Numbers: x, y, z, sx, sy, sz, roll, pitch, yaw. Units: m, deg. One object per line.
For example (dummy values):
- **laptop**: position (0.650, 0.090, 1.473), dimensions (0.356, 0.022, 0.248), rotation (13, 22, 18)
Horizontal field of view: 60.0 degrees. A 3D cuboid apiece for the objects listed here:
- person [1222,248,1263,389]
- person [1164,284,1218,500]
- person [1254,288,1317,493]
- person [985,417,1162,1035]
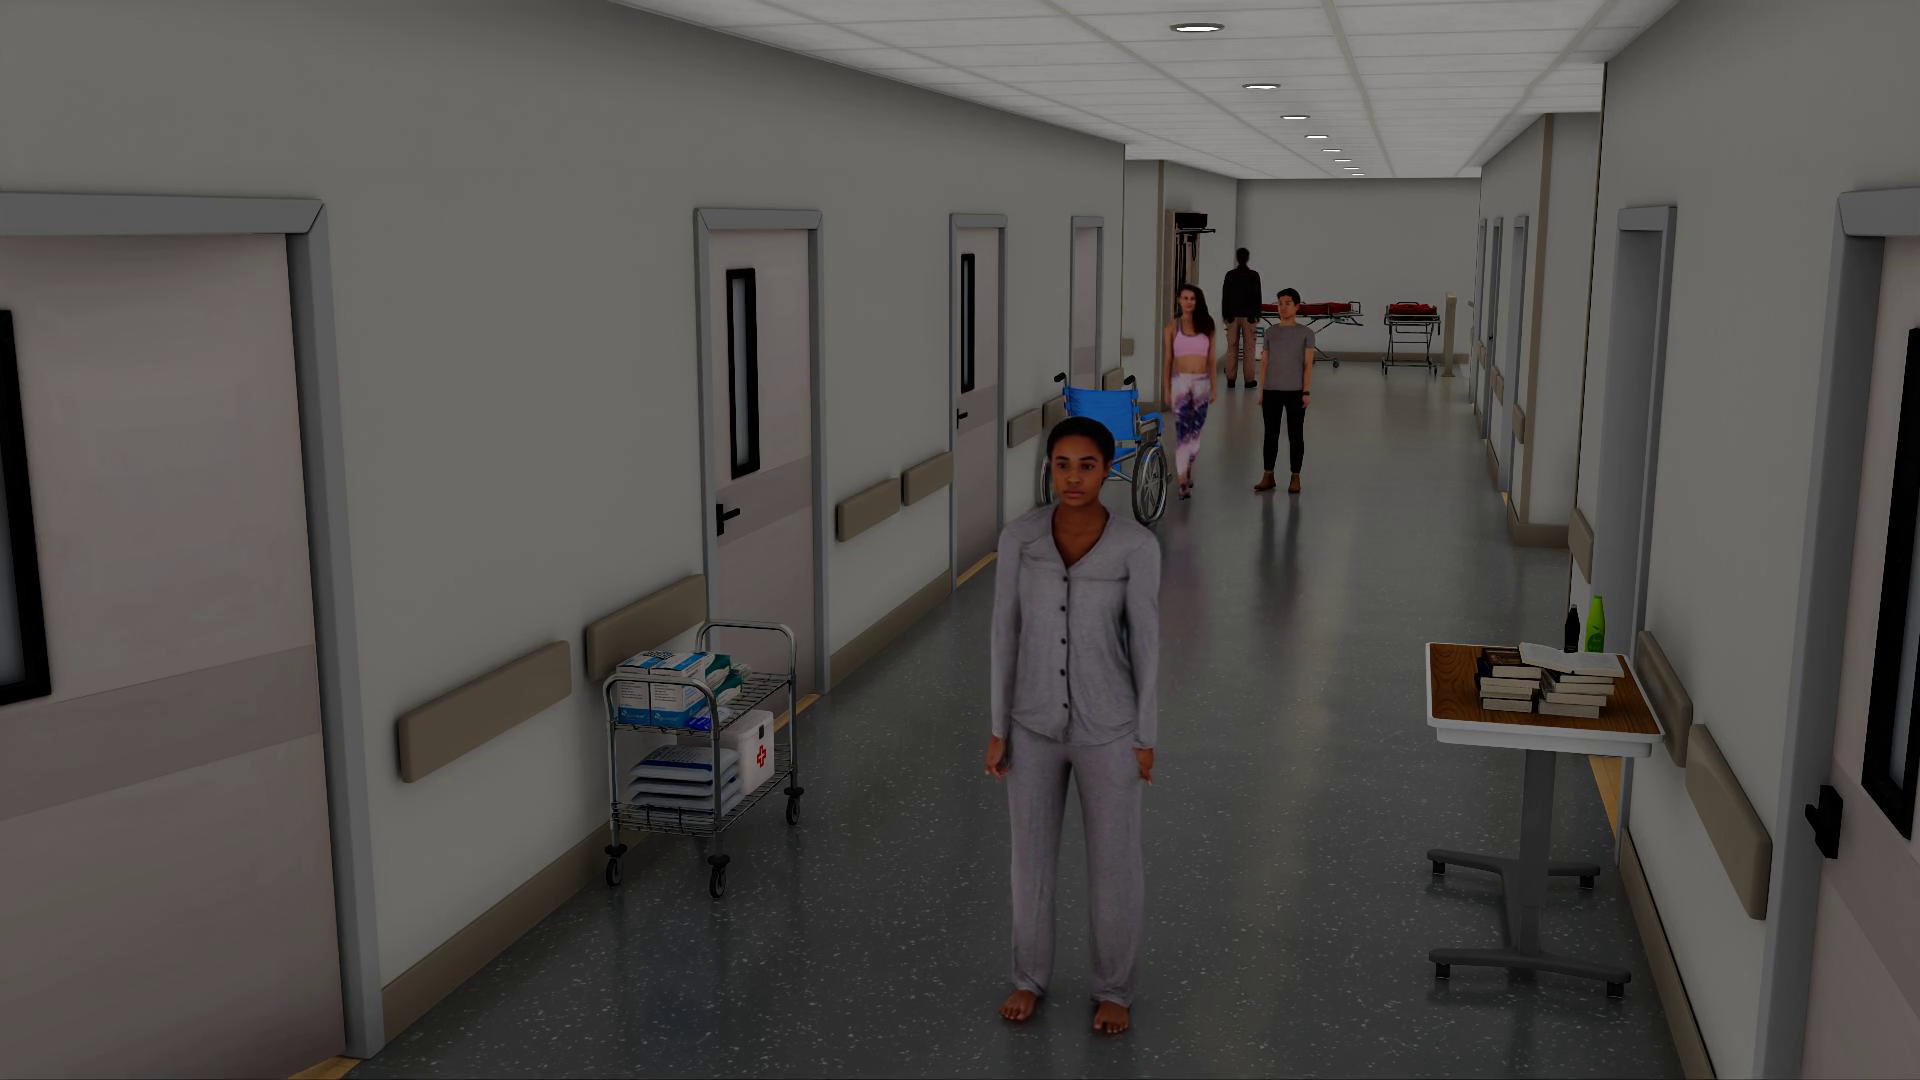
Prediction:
- **person**: position (3.919, -3.096, 23.176), dimensions (0.695, 1.924, 0.568), rotation (3, 11, 15)
- **person**: position (1.910, -1.218, 13.813), dimensions (0.825, 1.725, 1.233), rotation (-1, 11, -3)
- **person**: position (2.771, -1.281, 14.149), dimensions (0.651, 1.724, 0.593), rotation (5, 12, 27)
- **person**: position (0.314, 0.507, 4.700), dimensions (0.622, 1.733, 0.524), rotation (3, 11, 16)
